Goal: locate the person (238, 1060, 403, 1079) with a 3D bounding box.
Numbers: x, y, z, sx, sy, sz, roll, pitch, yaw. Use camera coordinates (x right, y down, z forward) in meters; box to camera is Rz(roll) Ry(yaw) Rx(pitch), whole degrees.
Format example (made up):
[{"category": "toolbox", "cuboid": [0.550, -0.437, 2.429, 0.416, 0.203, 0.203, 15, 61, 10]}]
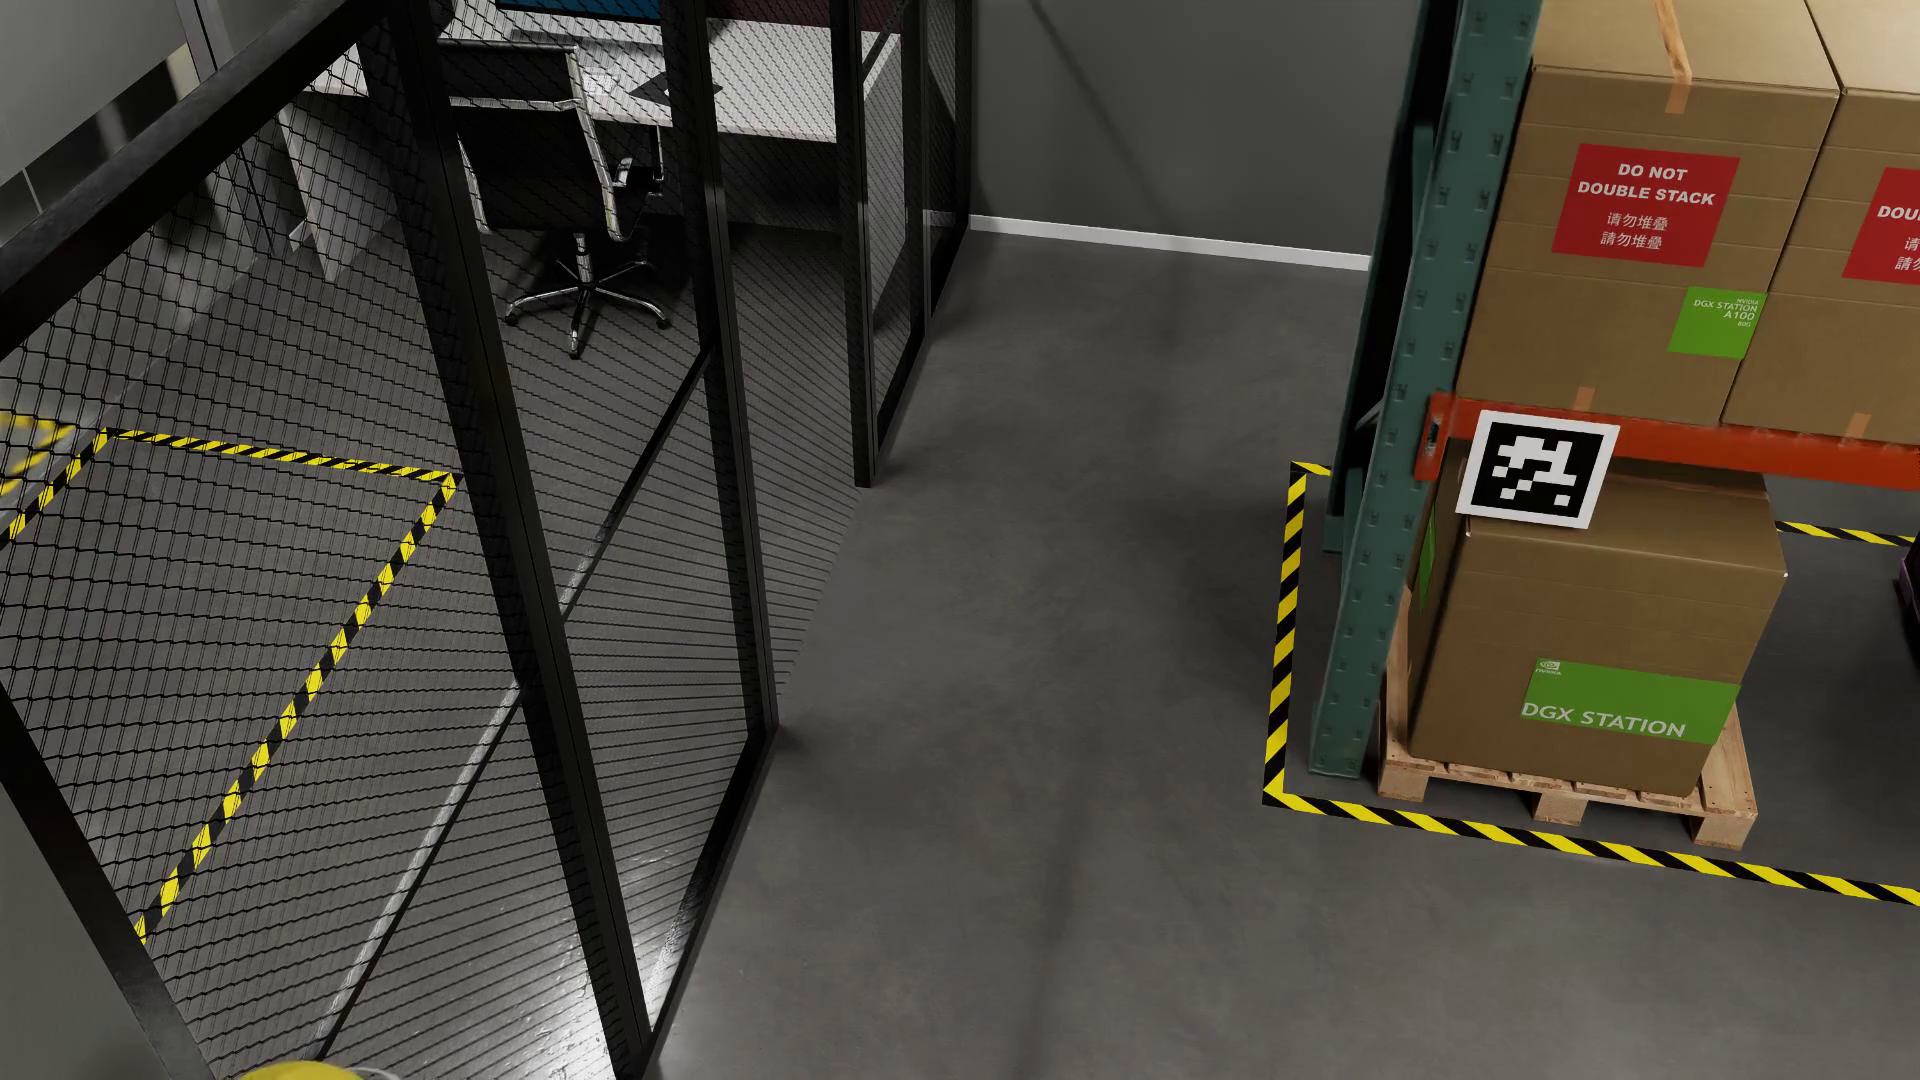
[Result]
[{"category": "person", "cuboid": [-0.666, 1.226, 2.164, 0.590, 1.835, 0.404, 14, 43, 16]}]
